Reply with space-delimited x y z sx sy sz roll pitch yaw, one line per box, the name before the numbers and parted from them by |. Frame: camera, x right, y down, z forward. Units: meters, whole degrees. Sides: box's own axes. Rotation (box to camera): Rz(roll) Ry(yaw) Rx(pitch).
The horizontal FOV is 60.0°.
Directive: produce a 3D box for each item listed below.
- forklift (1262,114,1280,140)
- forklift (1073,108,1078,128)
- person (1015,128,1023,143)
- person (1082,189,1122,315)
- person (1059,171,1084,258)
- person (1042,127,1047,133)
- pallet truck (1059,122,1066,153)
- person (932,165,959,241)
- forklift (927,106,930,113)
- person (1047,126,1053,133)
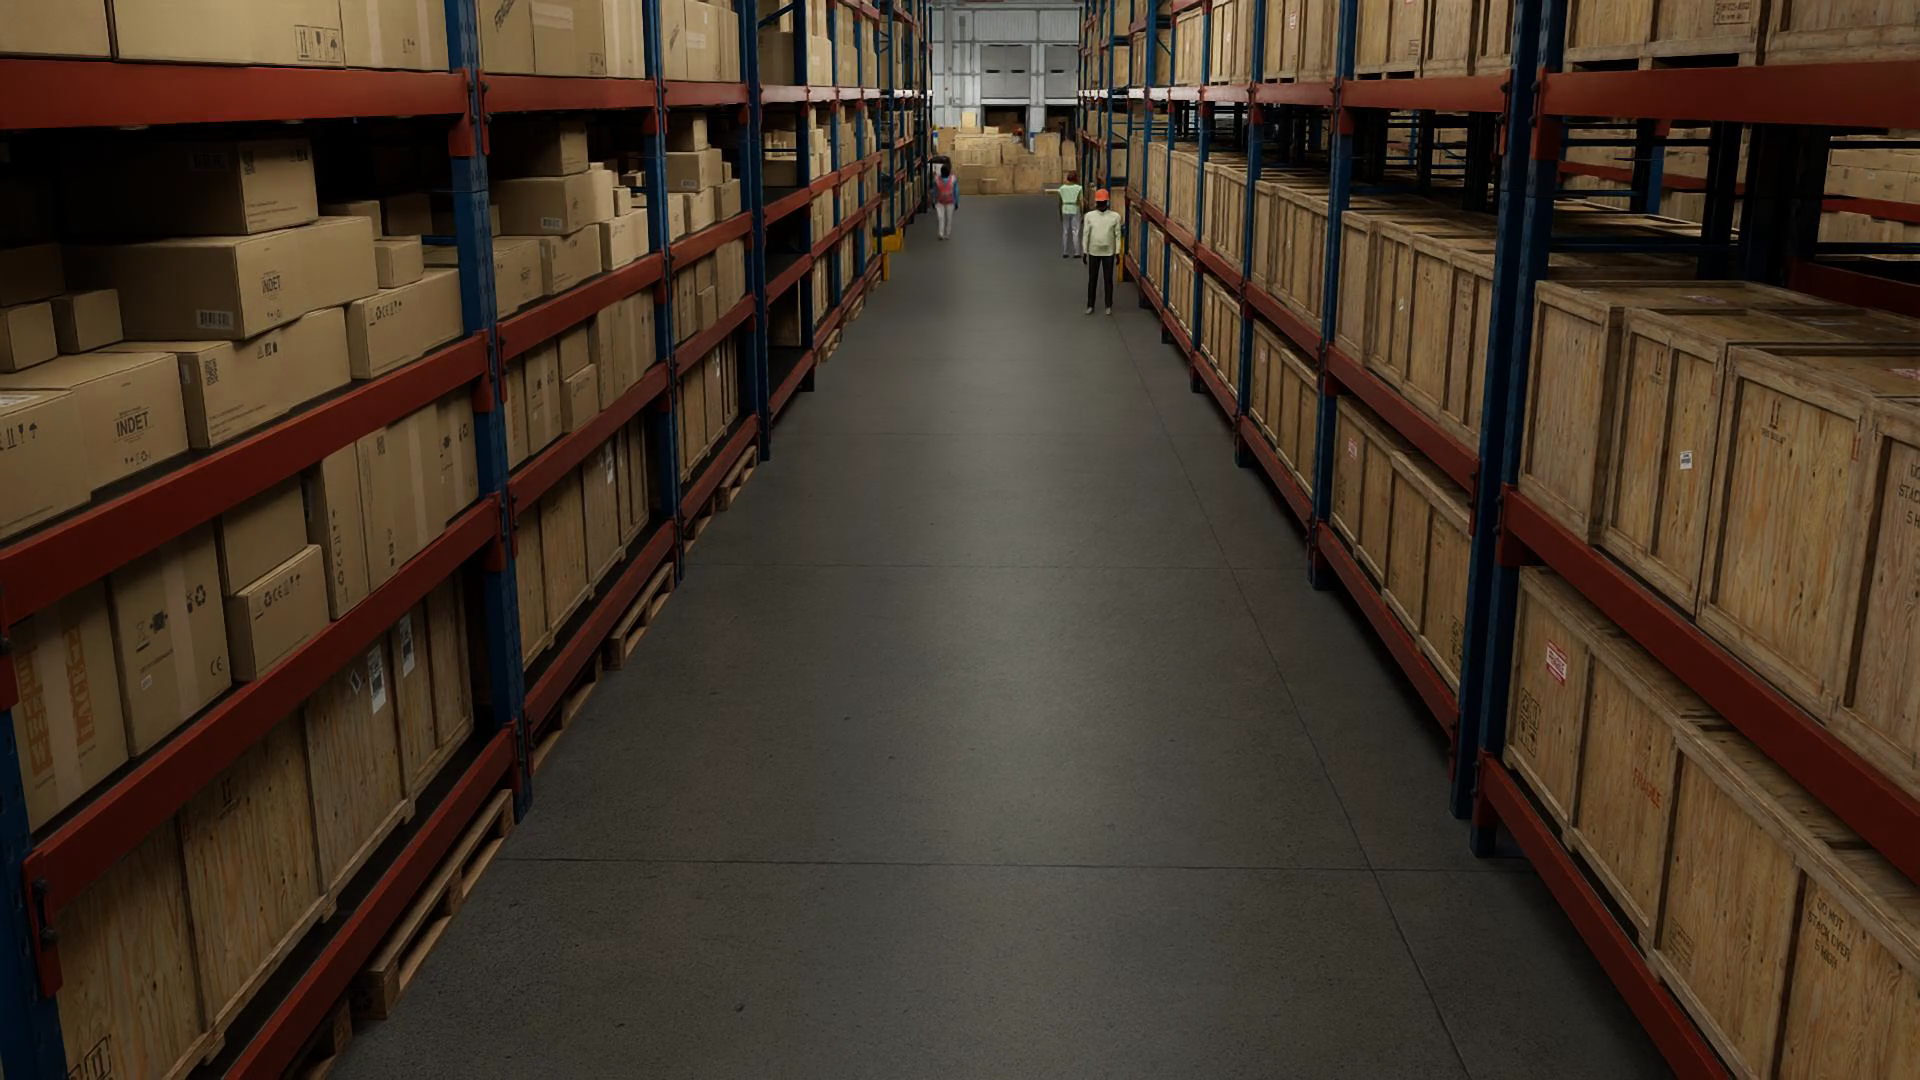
forklift | 11.004 -13.785 59.083 1.129 2.768 1.873 0 15 2
forklift | 5.663 -18.473 76.524 1.129 2.768 1.873 -3 15 -12
person | 2.613 -17.914 76.300 0.906 1.912 0.548 0 15 1
person | 2.258 -4.590 26.549 0.623 1.992 0.391 3 15 10
person | 2.385 -6.978 35.711 0.564 1.848 0.388 7 17 26
person | 3.973 -18.618 78.887 0.631 1.919 0.798 -4 16 -15
pallet truck | 5.788 -21.111 88.014 1.885 1.965 0.823 5 16 18
person | -0.355 -8.087 39.952 0.644 1.792 0.949 0 15 0
forklift | -1.999 -20.667 84.686 1.129 2.768 1.873 0 15 2
person | 4.469 -20.007 84.180 0.733 1.858 0.572 -10 18 -32
